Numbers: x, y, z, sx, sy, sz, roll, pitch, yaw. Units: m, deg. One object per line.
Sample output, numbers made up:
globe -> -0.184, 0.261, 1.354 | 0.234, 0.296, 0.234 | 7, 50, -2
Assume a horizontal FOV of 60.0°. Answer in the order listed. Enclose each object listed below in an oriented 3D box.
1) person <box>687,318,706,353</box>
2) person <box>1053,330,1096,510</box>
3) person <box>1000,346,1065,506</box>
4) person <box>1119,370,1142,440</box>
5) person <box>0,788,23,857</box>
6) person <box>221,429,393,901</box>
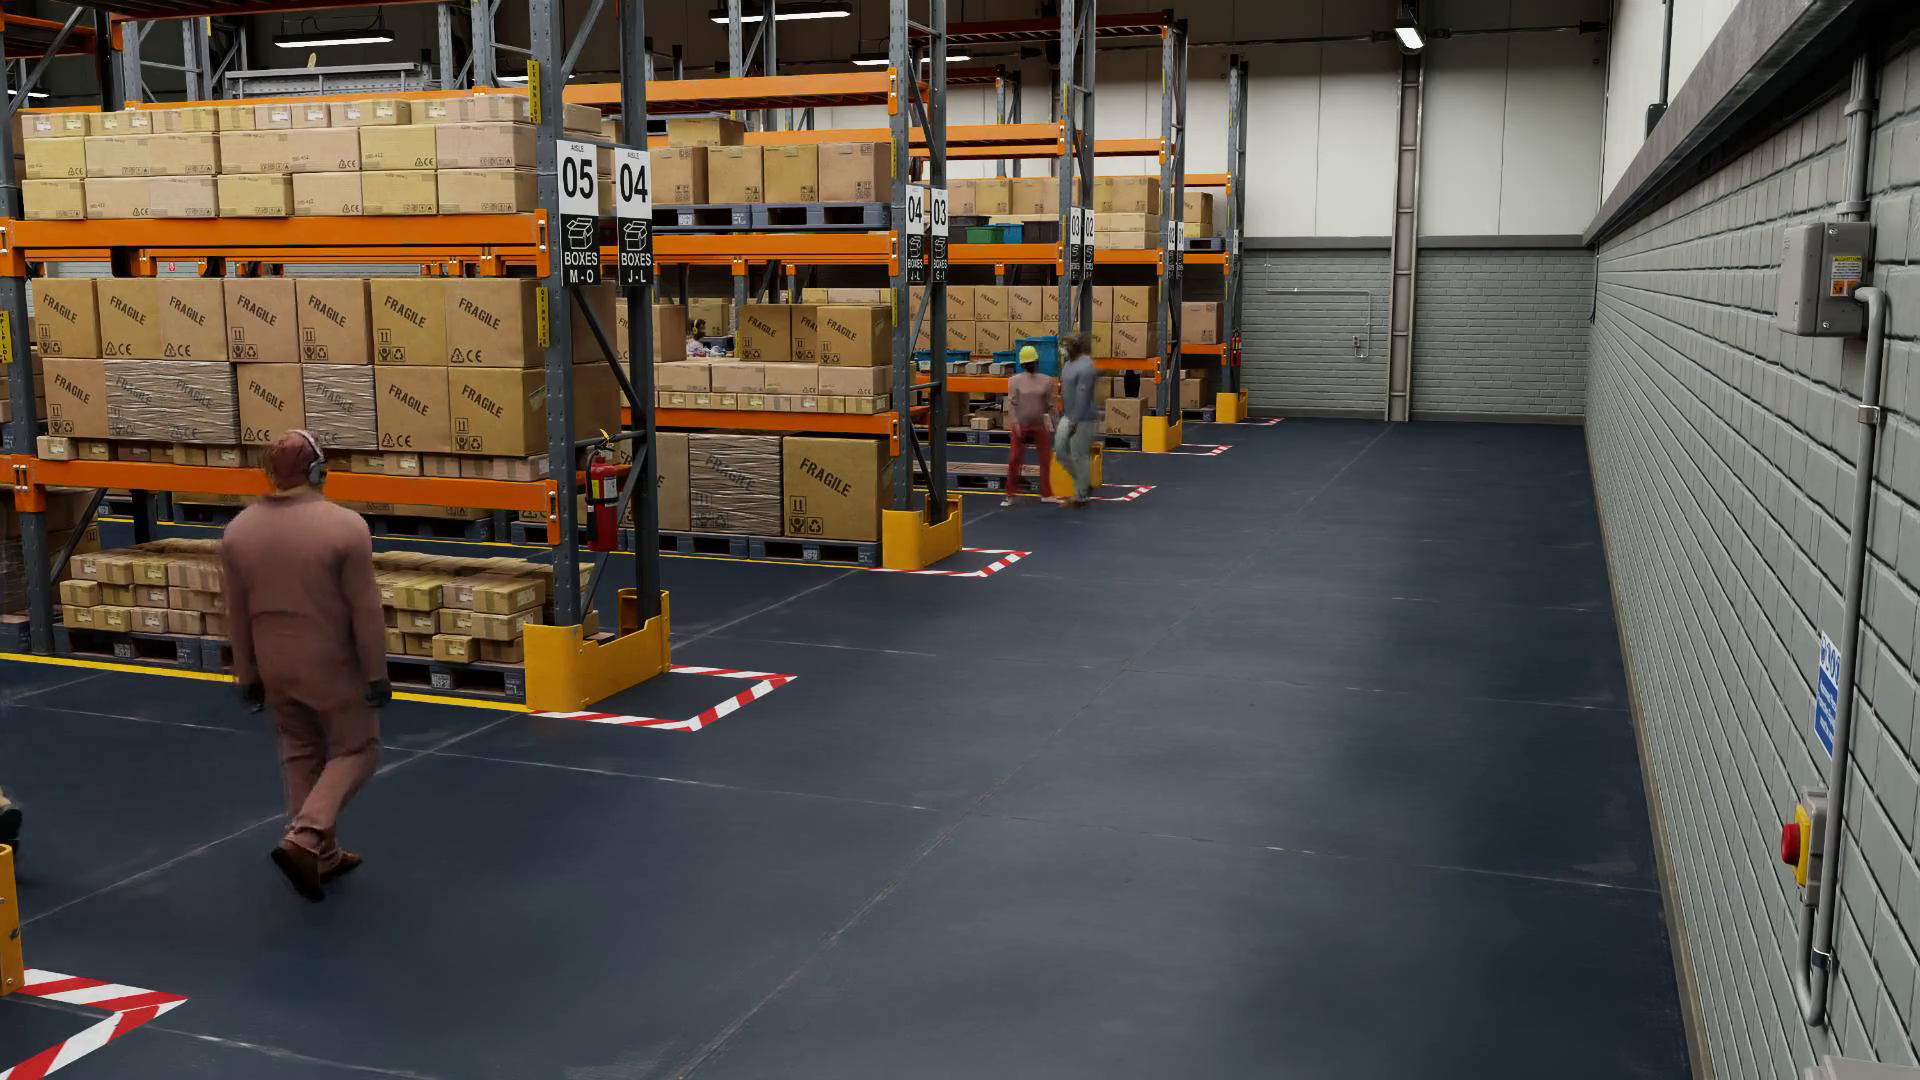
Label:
person -> -3.927, -2.334, 24.480 | 0.661, 1.854, 0.531 | 2, 9, 15
person -> 1.211, -1.256, 17.554 | 0.442, 1.917, 0.629 | -4, 10, -22
person -> 0.825, -1.217, 17.945 | 0.698, 1.749, 0.324 | -2, 9, -15
person -> 2.596, -2.462, 25.073 | 0.373, 1.916, 0.596 | 2, 9, 15
person -> -4.324, 0.411, 6.830 | 0.853, 2.023, 0.618 | 4, 10, 24
person -> -2.598, 0.505, 6.619 | 0.658, 1.892, 0.620 | 3, 9, 15
